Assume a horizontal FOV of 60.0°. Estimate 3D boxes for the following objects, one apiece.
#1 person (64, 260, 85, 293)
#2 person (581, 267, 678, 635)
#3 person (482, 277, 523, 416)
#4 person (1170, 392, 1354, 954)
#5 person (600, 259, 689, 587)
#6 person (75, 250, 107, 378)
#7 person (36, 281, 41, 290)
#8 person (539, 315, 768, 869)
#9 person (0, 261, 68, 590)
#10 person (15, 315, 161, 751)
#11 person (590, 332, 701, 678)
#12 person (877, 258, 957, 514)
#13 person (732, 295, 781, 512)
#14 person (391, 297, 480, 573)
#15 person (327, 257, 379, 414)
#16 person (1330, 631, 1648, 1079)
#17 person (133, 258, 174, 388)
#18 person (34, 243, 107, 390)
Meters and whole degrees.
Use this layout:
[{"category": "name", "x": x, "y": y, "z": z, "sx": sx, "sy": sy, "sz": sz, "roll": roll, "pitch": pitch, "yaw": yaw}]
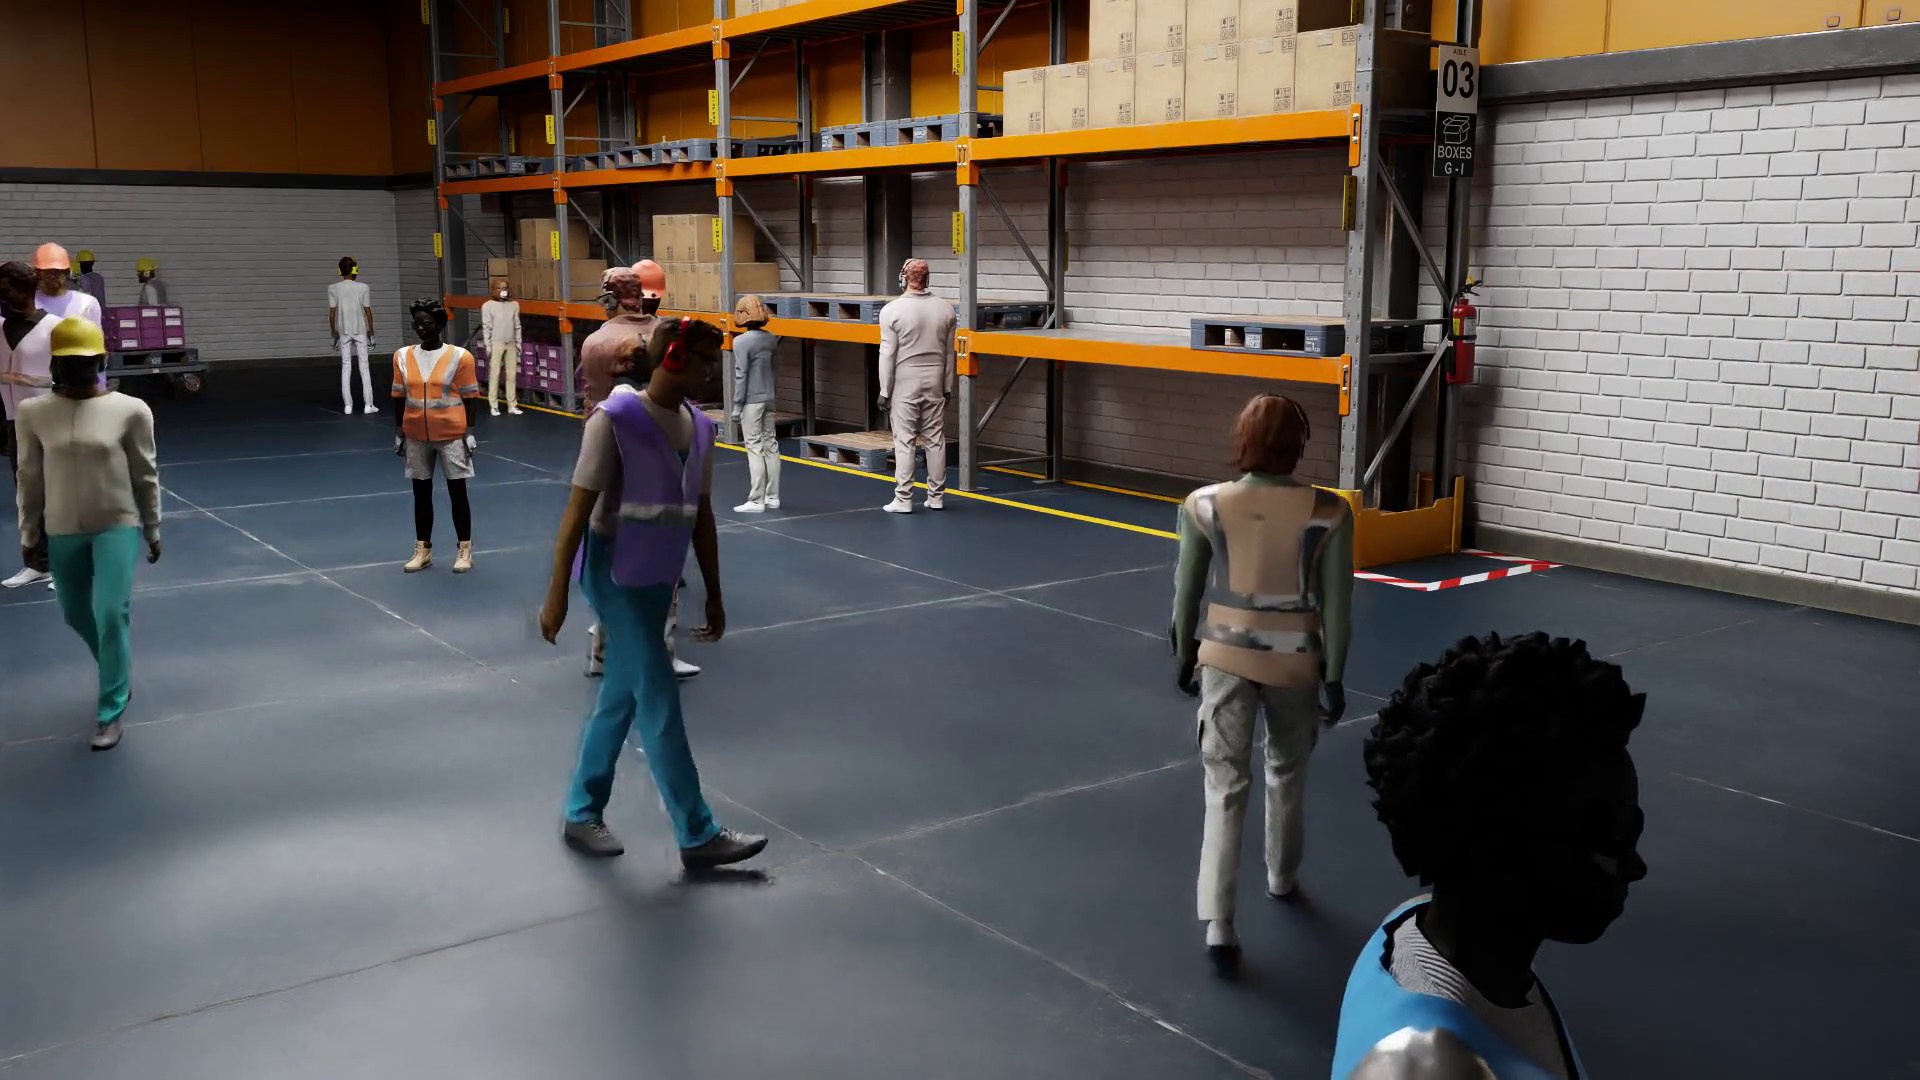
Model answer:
[{"category": "person", "x": -12.201, "y": -2.928, "z": 22.818, "sx": 0.666, "sy": 1.784, "sz": 0.783, "roll": 3, "pitch": 11, "yaw": 18}, {"category": "person", "x": -1.704, "y": -0.444, "z": 8.565, "sx": 0.410, "sy": 1.905, "sz": 0.640, "roll": 7, "pitch": 13, "yaw": 36}, {"category": "person", "x": -5.392, "y": -2.277, "z": 19.619, "sx": 0.286, "sy": 1.624, "sz": 0.498, "roll": 9, "pitch": 14, "yaw": 42}, {"category": "person", "x": 0.863, "y": 0.373, "z": 4.841, "sx": 0.528, "sy": 1.599, "sz": 0.844, "roll": 3, "pitch": 11, "yaw": 16}, {"category": "person", "x": -1.822, "y": -0.662, "z": 9.714, "sx": 0.542, "sy": 1.928, "sz": 0.376, "roll": -4, "pitch": 11, "yaw": -23}, {"category": "person", "x": -12.364, "y": -3.155, "z": 23.682, "sx": 0.377, "sy": 1.924, "sz": 0.594, "roll": -1, "pitch": 10, "yaw": -6}, {"category": "person", "x": -12.179, "y": -2.665, "z": 21.817, "sx": 0.550, "sy": 1.603, "sz": 0.714, "roll": 3, "pitch": 11, "yaw": 17}, {"category": "person", "x": -0.974, "y": 0.177, "z": 5.400, "sx": 0.871, "sy": 1.783, "sz": 0.655, "roll": 4, "pitch": 11, "yaw": 22}, {"category": "person", "x": -5.405, "y": -0.665, "z": 9.760, "sx": 0.596, "sy": 1.916, "sz": 0.374, "roll": 3, "pitch": 11, "yaw": 17}, {"category": "person", "x": -3.577, "y": -0.068, "z": 6.889, "sx": 0.528, "sy": 1.737, "sz": 0.801, "roll": -2, "pitch": 10, "yaw": -11}, {"category": "person", "x": -1.470, "y": -0.155, "z": 7.749, "sx": 0.616, "sy": 1.610, "sz": 0.552, "roll": -2, "pitch": 10, "yaw": -11}, {"category": "person", "x": -0.343, "y": -1.146, "z": 12.487, "sx": 0.641, "sy": 1.908, "sz": 0.407, "roll": -6, "pitch": 12, "yaw": -31}, {"category": "person", "x": -1.548, "y": -1.022, "z": 12.554, "sx": 0.286, "sy": 1.634, "sz": 0.500, "roll": 6, "pitch": 12, "yaw": 29}, {"category": "person", "x": -3.224, "y": -0.638, "z": 10.223, "sx": 0.541, "sy": 1.696, "sz": 0.315, "roll": 1, "pitch": 10, "yaw": 3}, {"category": "person", "x": -7.226, "y": -2.430, "z": 19.797, "sx": 0.518, "sy": 1.865, "sz": 0.326, "roll": -2, "pitch": 10, "yaw": -9}, {"category": "person", "x": 0.447, "y": 0.912, "z": 1.547, "sx": 0.317, "sy": 1.695, "sz": 0.540, "roll": 3, "pitch": 11, "yaw": 15}, {"category": "person", "x": -11.248, "y": -3.008, "z": 23.178, "sx": 0.440, "sy": 1.816, "sz": 0.610, "roll": -2, "pitch": 10, "yaw": -10}, {"category": "person", "x": -6.723, "y": -1.200, "z": 12.449, "sx": 0.623, "sy": 2.028, "sz": 0.633, "roll": -6, "pitch": 12, "yaw": -31}]
